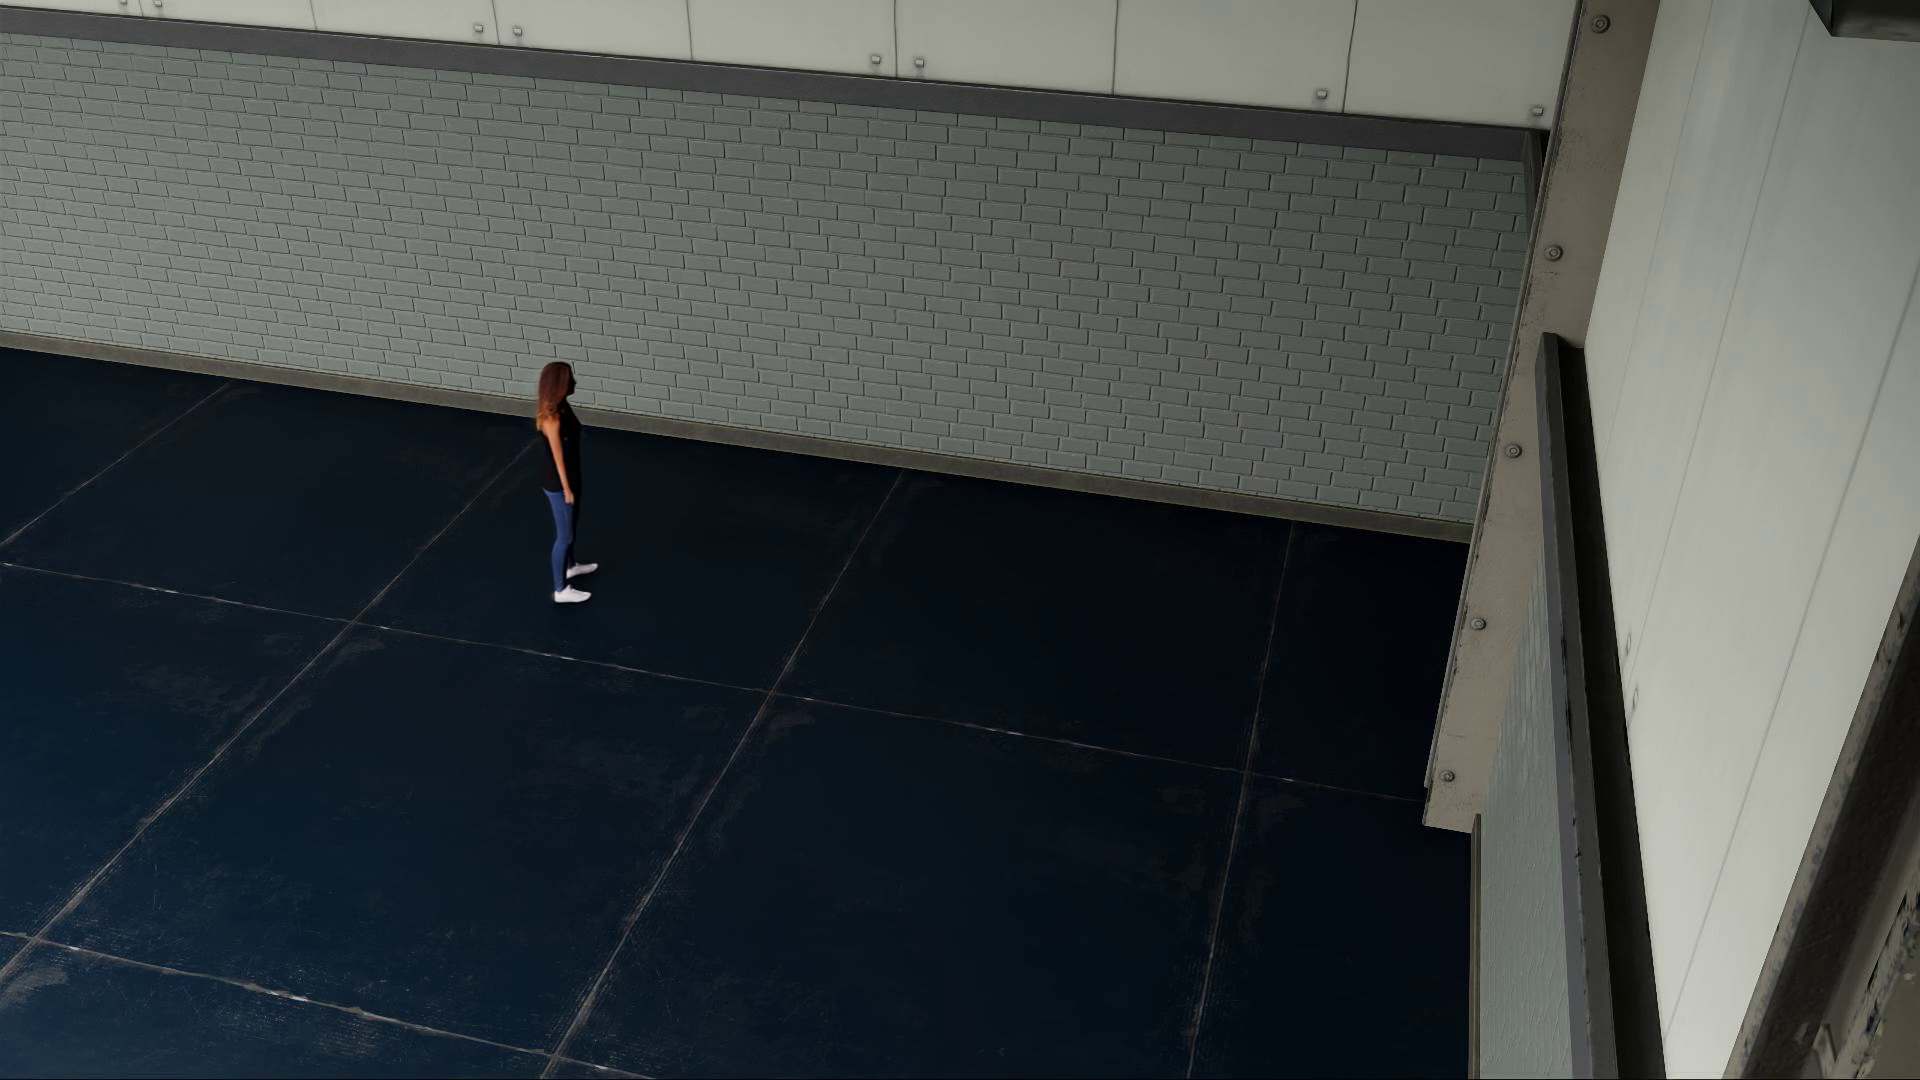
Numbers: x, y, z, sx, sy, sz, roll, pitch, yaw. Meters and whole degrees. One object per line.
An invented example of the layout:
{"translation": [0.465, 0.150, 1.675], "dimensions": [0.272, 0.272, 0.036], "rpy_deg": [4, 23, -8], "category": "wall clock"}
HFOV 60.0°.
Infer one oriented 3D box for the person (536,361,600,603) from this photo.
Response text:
{"translation": [-2.656, -0.400, 11.092], "dimensions": [0.720, 1.715, 0.579], "rpy_deg": [-2, 32, -3], "category": "person"}
